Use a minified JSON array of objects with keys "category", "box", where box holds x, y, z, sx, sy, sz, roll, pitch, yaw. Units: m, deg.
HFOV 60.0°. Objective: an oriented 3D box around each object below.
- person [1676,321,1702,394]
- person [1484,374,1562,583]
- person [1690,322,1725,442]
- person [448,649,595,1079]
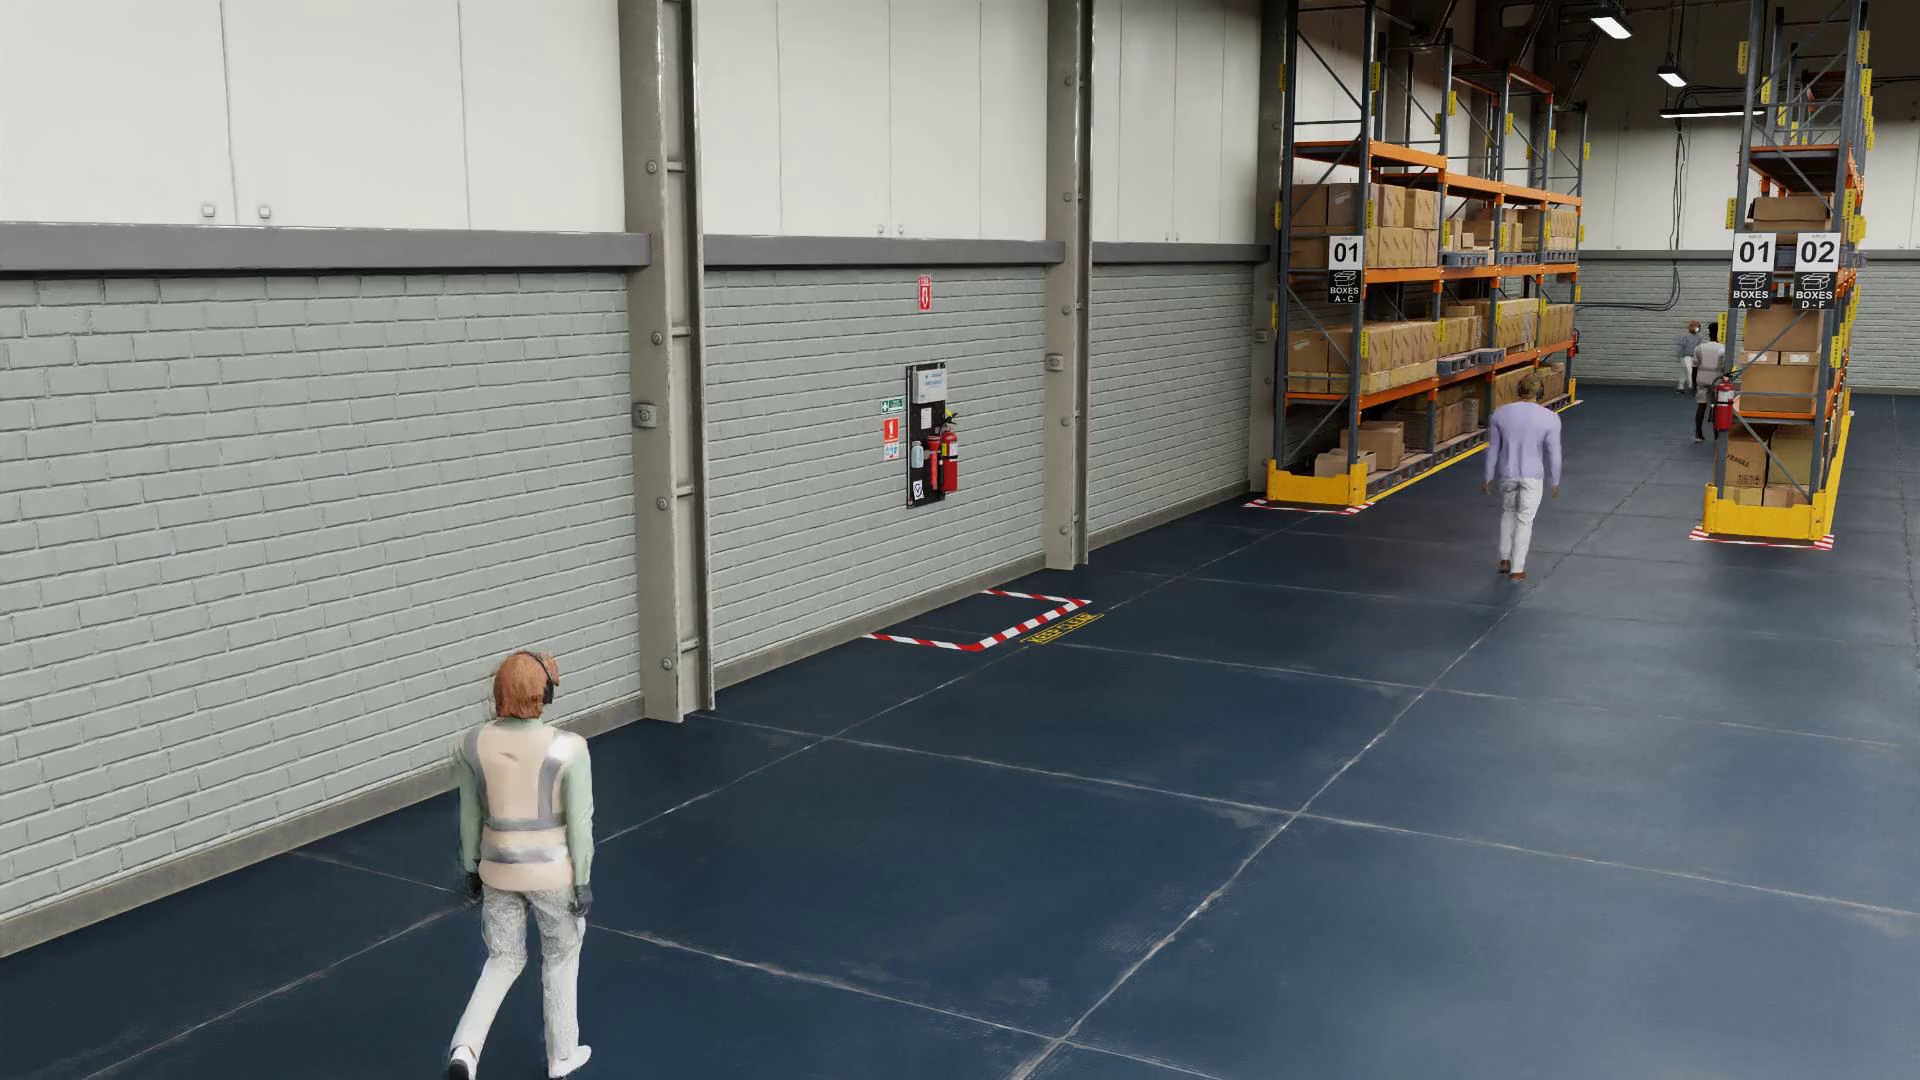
[{"category":"person","box":[15.827,-3.924,35.898,0.511,1.580,0.869,-4,10,-20]},{"category":"person","box":[5.208,-0.572,15.334,0.667,1.917,0.602,7,12,35]},{"category":"person","box":[12.117,-2.547,26.856,0.648,1.954,0.666,8,13,41]},{"category":"person","box":[-1.551,1.203,5.849,0.523,1.619,0.615,2,10,13]}]
